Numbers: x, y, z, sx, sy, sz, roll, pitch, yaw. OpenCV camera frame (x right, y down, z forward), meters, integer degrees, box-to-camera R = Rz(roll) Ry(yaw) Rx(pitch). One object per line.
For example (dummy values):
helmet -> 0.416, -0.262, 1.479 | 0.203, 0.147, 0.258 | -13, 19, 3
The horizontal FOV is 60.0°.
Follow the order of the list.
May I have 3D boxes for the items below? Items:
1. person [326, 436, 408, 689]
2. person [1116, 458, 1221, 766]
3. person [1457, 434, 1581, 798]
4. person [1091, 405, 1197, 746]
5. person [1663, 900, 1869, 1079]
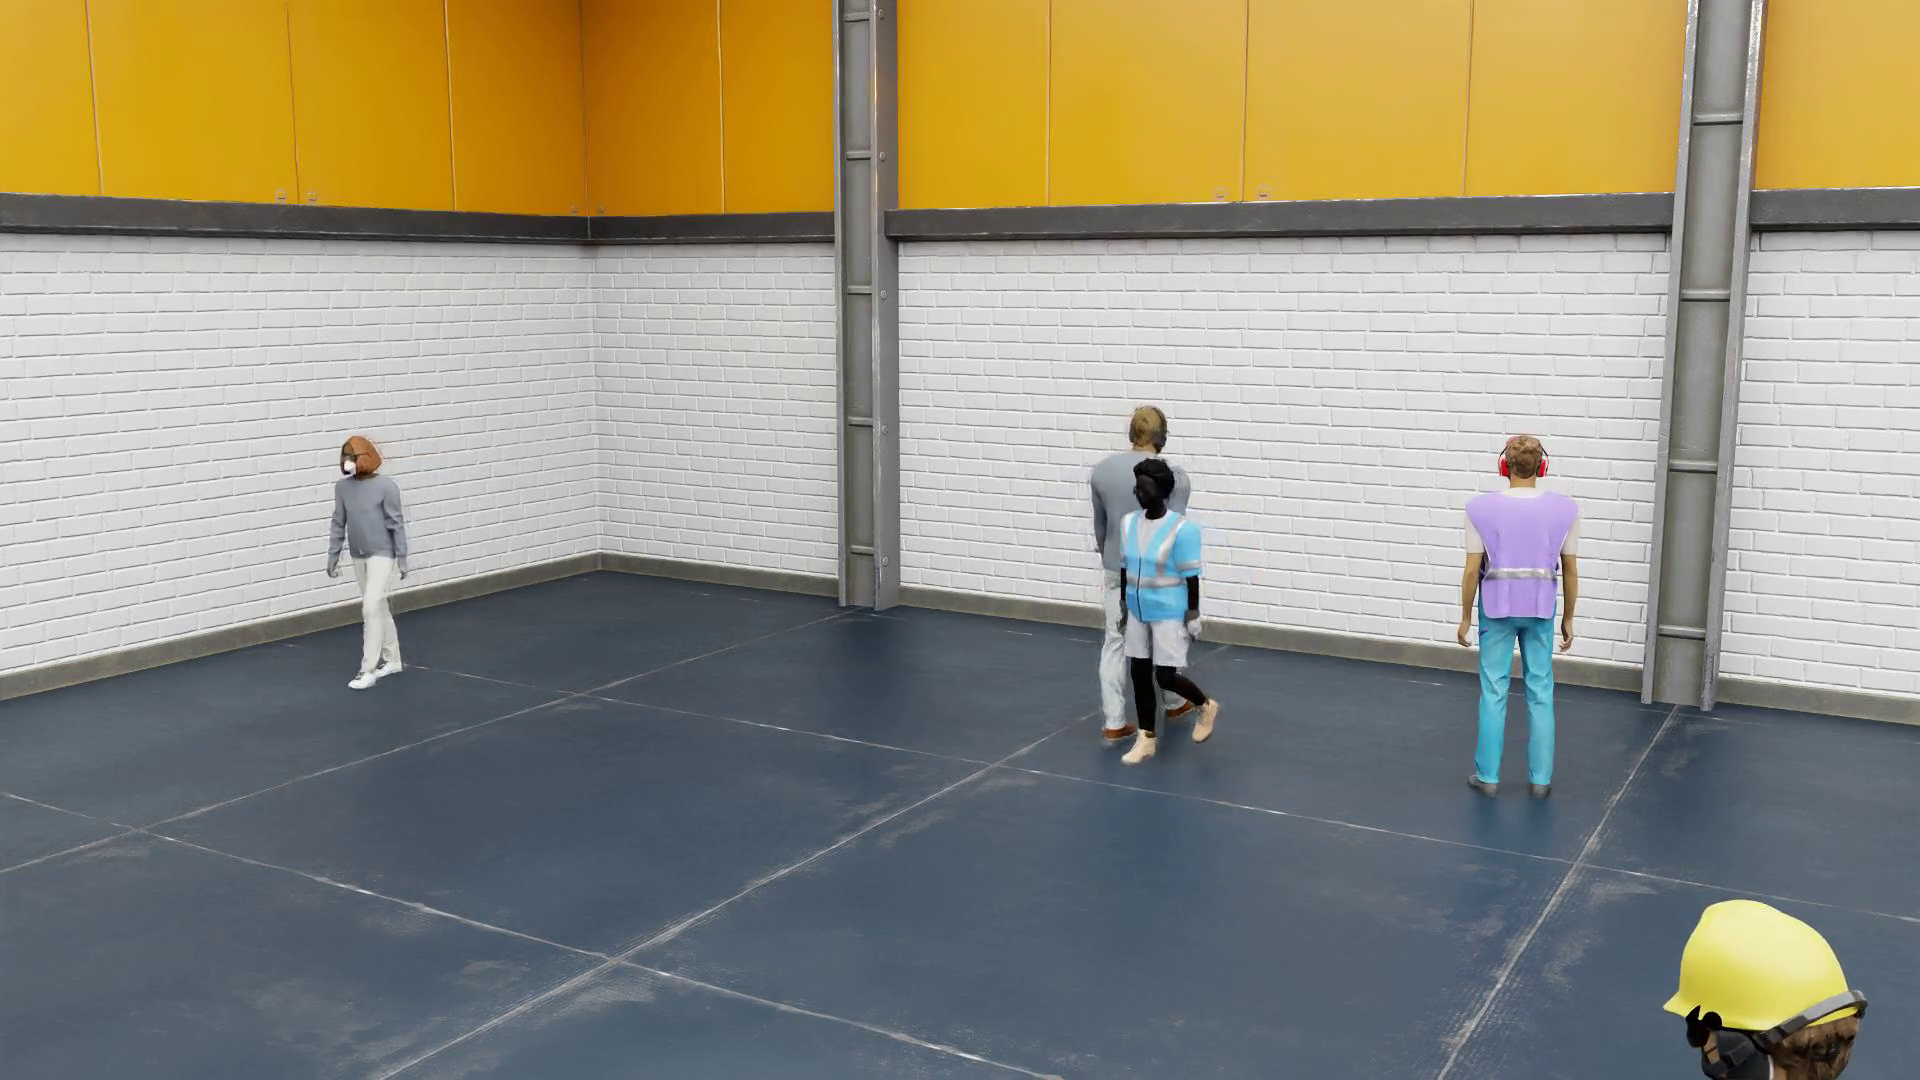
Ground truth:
person -> -3.851, 0.141, 10.692 | 0.525, 1.602, 0.726 | 4, 10, 24
person -> 1.128, 0.382, 8.969 | 0.511, 1.682, 0.544 | -8, 12, -40
person -> 2.809, 0.394, 8.380 | 0.572, 1.840, 0.373 | 1, 9, 7
person -> 1.082, 0.180, 9.531 | 0.642, 1.898, 0.935 | 6, 11, 31
person -> 1.147, 1.388, 2.443 | 0.523, 1.760, 0.324 | -5, 10, -28
